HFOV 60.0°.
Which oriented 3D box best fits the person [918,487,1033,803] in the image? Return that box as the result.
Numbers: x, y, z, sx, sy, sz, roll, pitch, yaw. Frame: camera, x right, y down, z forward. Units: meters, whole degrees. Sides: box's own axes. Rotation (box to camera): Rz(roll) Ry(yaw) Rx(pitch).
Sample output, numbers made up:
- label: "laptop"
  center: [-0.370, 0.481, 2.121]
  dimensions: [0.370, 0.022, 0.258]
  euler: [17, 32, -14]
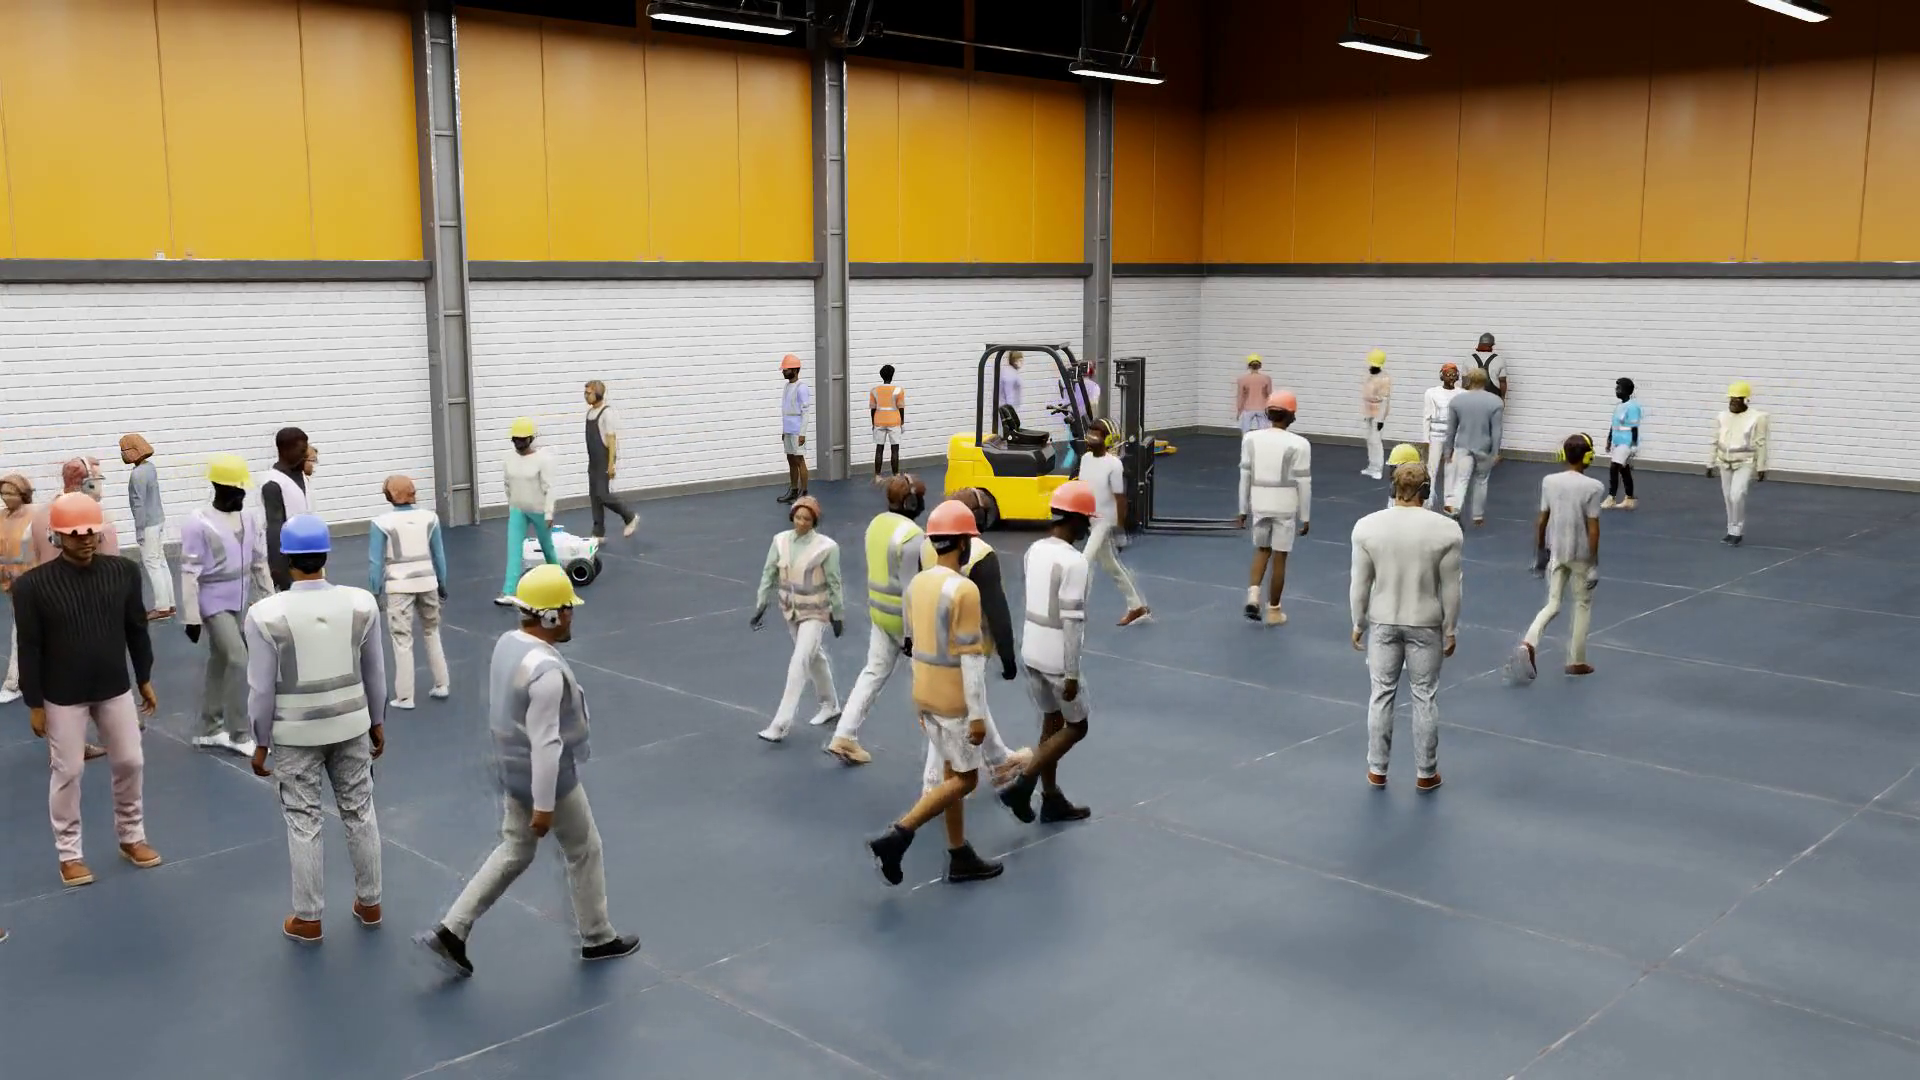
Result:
- label: "person"
  center: [0.119, 0.595, 9.529]
  dimensions: [0.949, 1.788, 0.662]
  euler: [-6, 11, -34]

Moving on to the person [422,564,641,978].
- label: "person"
  center: [-1.851, 0.991, 7.100]
  dimensions: [0.855, 1.797, 0.581]
  euler: [-7, 12, -37]

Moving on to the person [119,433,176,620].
- label: "person"
  center: [-7.048, -0.112, 14.410]
  dimensions: [0.308, 1.624, 0.495]
  euler: [-2, 9, -11]

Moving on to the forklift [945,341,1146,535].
- label: "forklift"
  center: [0.977, -1.223, 19.452]
  dimensions: [2.313, 2.155, 1.214]
  euler: [2, 9, 11]

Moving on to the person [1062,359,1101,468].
- label: "person"
  center: [1.690, -1.582, 22.850]
  dimensions: [0.912, 1.809, 0.565]
  euler: [-9, 13, -44]

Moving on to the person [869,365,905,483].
- label: "person"
  center: [-1.024, -1.630, 23.500]
  dimensions: [0.530, 1.689, 0.321]
  euler: [3, 10, 17]

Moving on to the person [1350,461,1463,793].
- label: "person"
  center: [2.578, 0.507, 9.653]
  dimensions: [0.629, 1.933, 0.379]
  euler: [4, 10, 21]

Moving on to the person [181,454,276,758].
- label: "person"
  center: [-4.523, 0.407, 10.365]
  dimensions: [0.710, 1.888, 0.617]
  euler: [1, 9, 8]

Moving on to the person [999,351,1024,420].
- label: "person"
  center: [0.727, -1.831, 24.104]
  dimensions: [0.477, 1.895, 0.682]
  euler: [1, 9, 8]

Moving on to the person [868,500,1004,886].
- label: "person"
  center: [-0.113, 0.771, 8.078]
  dimensions: [0.663, 1.919, 0.575]
  euler: [-5, 11, -29]

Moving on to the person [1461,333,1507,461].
- label: "person"
  center: [8.292, -2.266, 26.320]
  dimensions: [0.688, 2.000, 0.536]
  euler: [4, 10, 23]

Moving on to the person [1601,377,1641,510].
- label: "person"
  center: [8.233, -1.199, 20.893]
  dimensions: [0.693, 1.670, 0.548]
  euler: [0, 9, -1]

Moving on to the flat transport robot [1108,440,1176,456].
- label: "flat transport robot"
  center: [2.854, -1.482, 26.924]
  dimensions: [0.652, 0.197, 1.431]
  euler: [7, 12, 38]

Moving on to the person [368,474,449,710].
- label: "person"
  center: [-3.828, 0.354, 11.537]
  dimensions: [0.378, 1.623, 0.545]
  euler: [9, 13, 44]

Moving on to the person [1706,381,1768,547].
- label: "person"
  center: [8.462, -0.829, 18.206]
  dimensions: [0.611, 1.808, 0.621]
  euler: [-6, 11, -33]

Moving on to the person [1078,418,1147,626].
- label: "person"
  center: [1.178, -0.123, 13.910]
  dimensions: [1.026, 1.814, 0.529]
  euler: [-4, 10, -24]

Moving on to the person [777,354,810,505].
- label: "person"
  center: [-2.158, -1.421, 21.449]
  dimensions: [0.358, 1.936, 0.552]
  euler: [-6, 11, -33]

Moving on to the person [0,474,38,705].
- label: "person"
  center: [-6.669, 0.311, 11.875]
  dimensions: [0.522, 1.595, 0.865]
  euler: [1, 9, 9]

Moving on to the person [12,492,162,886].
- label: "person"
  center: [-4.287, 0.731, 8.197]
  dimensions: [0.511, 1.968, 0.626]
  euler: [8, 12, 39]

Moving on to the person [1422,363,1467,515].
- label: "person"
  center: [5.978, -1.237, 20.490]
  dimensions: [0.572, 1.883, 0.355]
  euler: [-1, 9, -4]

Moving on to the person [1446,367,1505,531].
- label: "person"
  center: [5.948, -1.051, 19.288]
  dimensions: [0.653, 1.912, 0.930]
  euler: [5, 10, 27]

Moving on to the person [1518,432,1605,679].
- label: "person"
  center: [4.452, 0.129, 12.239]
  dimensions: [0.771, 1.851, 0.518]
  euler: [-7, 12, -38]

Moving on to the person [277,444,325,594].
- label: "person"
  center: [-5.471, 0.007, 13.680]
  dimensions: [0.489, 1.613, 0.529]
  euler: [-1, 9, -4]

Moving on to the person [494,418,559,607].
- label: "person"
  center: [-3.896, -0.265, 15.075]
  dimensions: [0.541, 1.702, 0.988]
  euler: [2, 9, 12]

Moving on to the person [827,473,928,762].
- label: "person"
  center: [-0.398, 0.488, 10.206]
  dimensions: [0.943, 1.810, 0.633]
  euler: [-5, 11, -30]

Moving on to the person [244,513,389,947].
- label: "person"
  center: [-2.897, 0.847, 7.512]
  dimensions: [0.615, 1.945, 0.405]
  euler: [-8, 12, -39]

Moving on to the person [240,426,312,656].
- label: "person"
  center: [-4.961, 0.104, 12.234]
  dimensions: [0.701, 1.891, 0.608]
  euler: [-1, 9, -3]

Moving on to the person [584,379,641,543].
- label: "person"
  center: [-3.904, -0.860, 18.340]
  dimensions: [0.561, 1.834, 0.508]
  euler: [-7, 12, -38]

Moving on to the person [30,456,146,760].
- label: "person"
  center: [-5.377, 0.412, 10.407]
  dimensions: [0.671, 1.870, 0.852]
  euler: [5, 11, 29]

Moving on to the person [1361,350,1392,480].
- label: "person"
  center: [5.970, -1.817, 24.076]
  dimensions: [0.425, 1.876, 0.762]
  euler: [-3, 10, -16]

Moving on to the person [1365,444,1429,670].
- label: "person"
  center: [3.289, 0.137, 12.520]
  dimensions: [0.554, 1.722, 0.511]
  euler: [-2, 10, -14]

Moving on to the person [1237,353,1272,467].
- label: "person"
  center: [4.492, -1.969, 25.352]
  dimensions: [0.527, 1.767, 0.320]
  euler: [1, 9, 4]

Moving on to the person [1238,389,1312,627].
- label: "person"
  center: [2.665, -0.262, 14.060]
  dimensions: [0.642, 2.030, 0.438]
  euler: [7, 11, 35]

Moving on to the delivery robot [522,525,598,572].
- label: "delivery robot"
  center: [-3.867, 0.103, 16.049]
  dimensions: [0.707, 0.478, 0.477]
  euler: [-1, 9, -3]

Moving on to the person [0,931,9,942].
- label: "person"
  center: [-4.597, 1.071, 7.189]
  dimensions: [0.795, 1.587, 0.539]
  euler: [0, 9, -2]

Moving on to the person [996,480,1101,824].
- label: "person"
  center: [0.492, 0.631, 8.965]
  dimensions: [0.580, 1.908, 0.552]
  euler: [-5, 11, -28]

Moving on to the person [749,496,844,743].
- label: "person"
  center: [-1.029, 0.497, 10.772]
  dimensions: [0.530, 1.578, 0.903]
  euler: [7, 12, 37]
